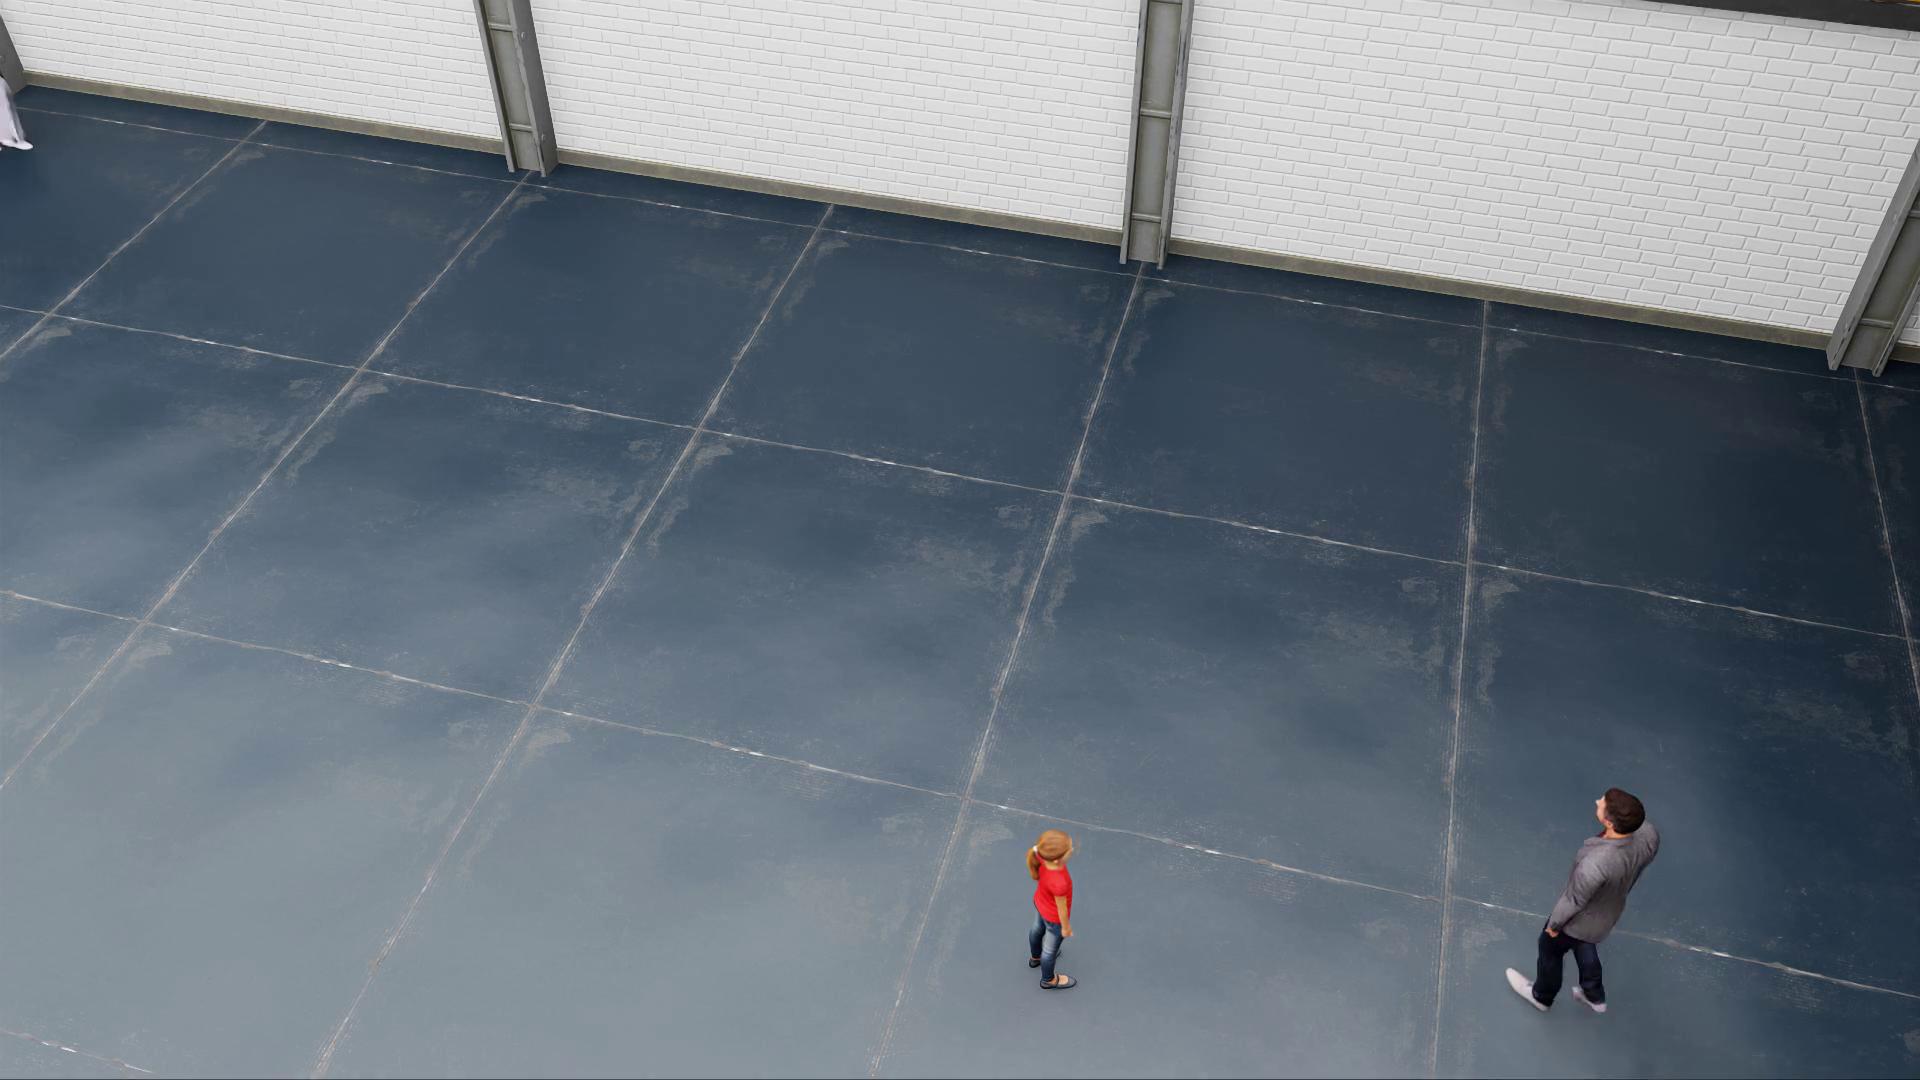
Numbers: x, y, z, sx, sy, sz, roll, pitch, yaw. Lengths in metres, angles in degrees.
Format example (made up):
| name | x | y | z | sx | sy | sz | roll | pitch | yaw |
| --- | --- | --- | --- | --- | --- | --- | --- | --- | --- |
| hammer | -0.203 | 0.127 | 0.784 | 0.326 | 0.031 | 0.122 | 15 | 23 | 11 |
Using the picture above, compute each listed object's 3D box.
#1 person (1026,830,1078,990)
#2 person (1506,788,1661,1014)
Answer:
| name | x | y | z | sx | sy | sz | roll | pitch | yaw |
| --- | --- | --- | --- | --- | --- | --- | --- | --- | --- |
| person | 0.501 | 2.037 | 9.237 | 0.621 | 1.311 | 0.571 | -13 | 45 | -13 |
| person | 3.407 | 2.009 | 8.870 | 0.902 | 1.857 | 0.962 | -23 | 48 | -23 |
